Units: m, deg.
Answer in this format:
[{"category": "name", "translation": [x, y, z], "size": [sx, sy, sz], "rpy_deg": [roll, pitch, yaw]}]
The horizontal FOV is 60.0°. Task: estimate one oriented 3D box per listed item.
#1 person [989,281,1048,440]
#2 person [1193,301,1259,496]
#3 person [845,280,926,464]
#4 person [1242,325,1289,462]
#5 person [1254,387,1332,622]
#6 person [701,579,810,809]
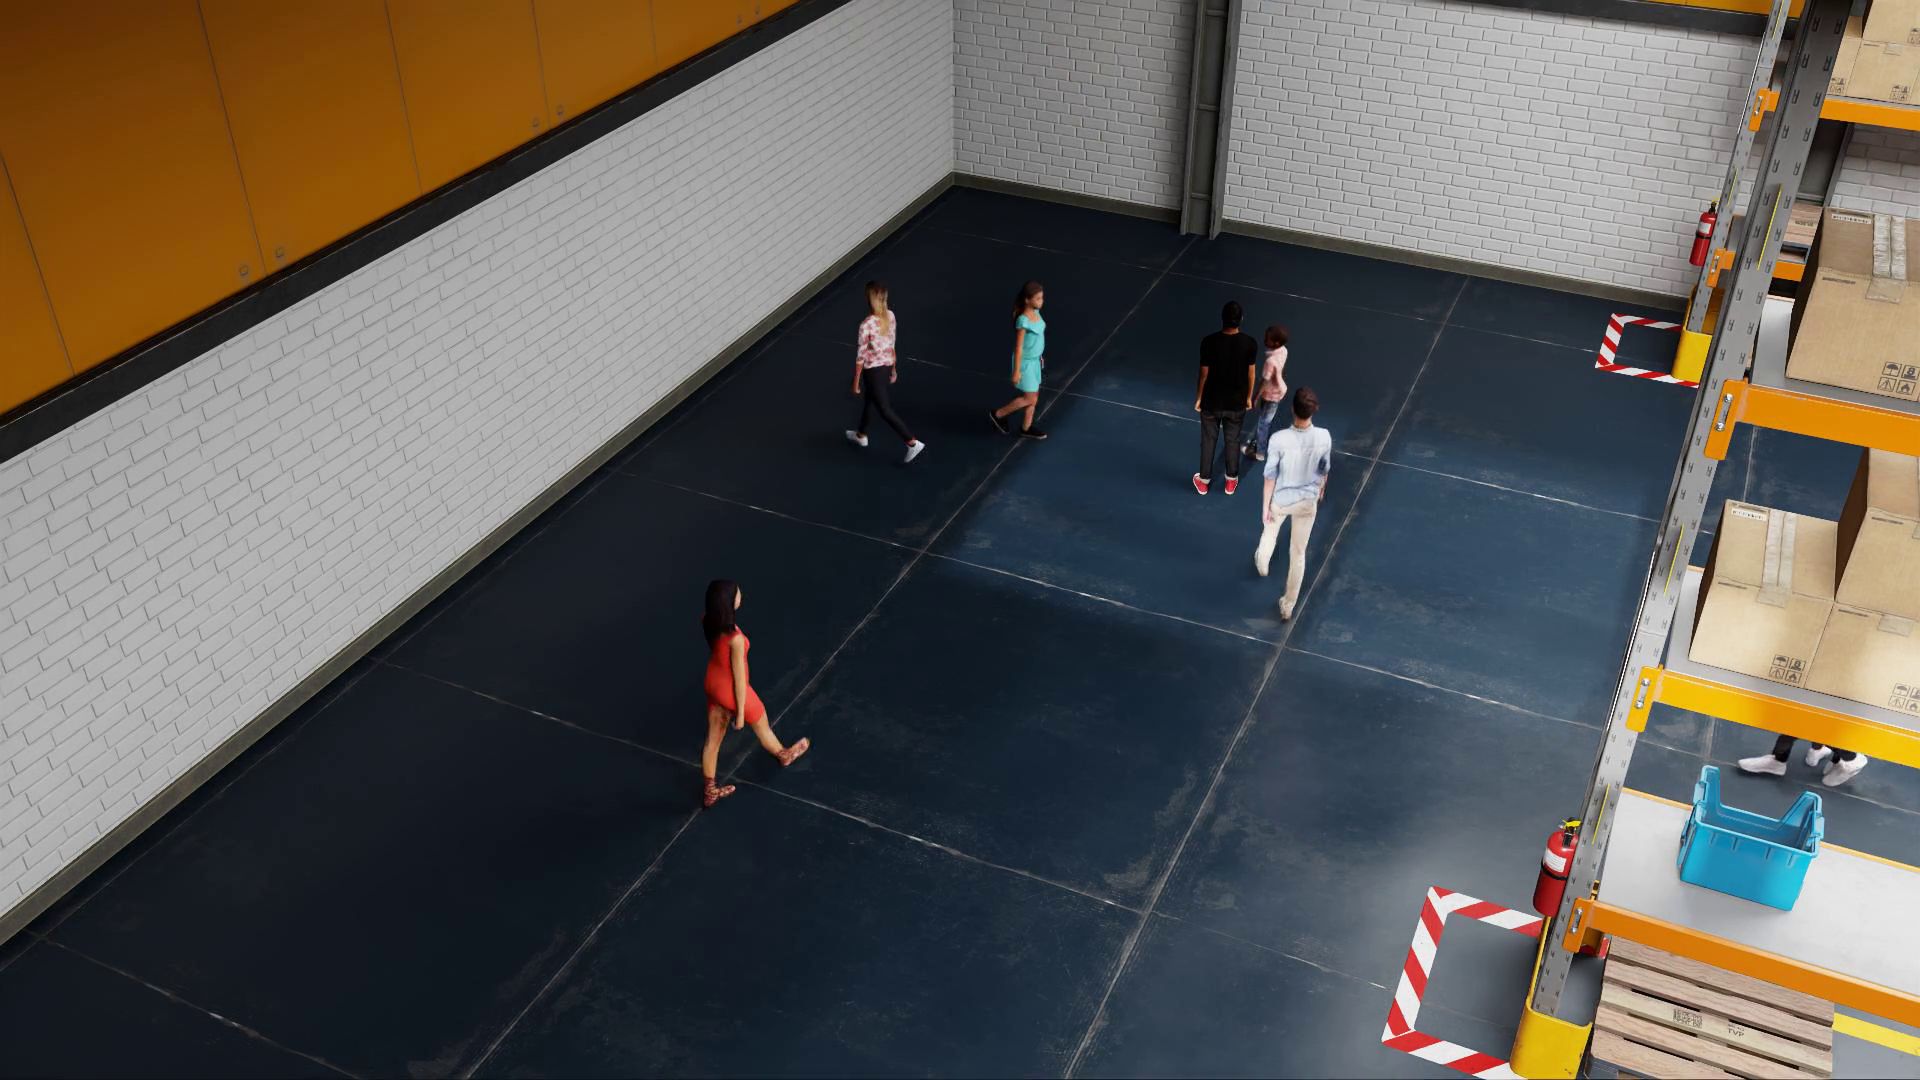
[{"category": "person", "translation": [0.515, -1.575, 14.634], "size": [0.766, 1.546, 0.613], "rpy_deg": [9, 35, 13]}, {"category": "person", "translation": [2.198, -1.181, 13.850], "size": [0.647, 1.758, 0.774], "rpy_deg": [1, 34, 1]}, {"category": "person", "translation": [-0.639, -1.422, 14.364], "size": [1.168, 1.591, 0.802], "rpy_deg": [21, 39, 28]}, {"category": "person", "translation": [2.720, -1.265, 14.388], "size": [0.548, 1.303, 0.526], "rpy_deg": [20, 39, 28]}, {"category": "person", "translation": [2.486, -0.232, 12.370], "size": [1.107, 1.816, 0.970], "rpy_deg": [2, 34, 3]}, {"category": "person", "translation": [-1.544, 1.016, 10.616], "size": [1.063, 1.679, 0.859], "rpy_deg": [26, 42, 34]}]
